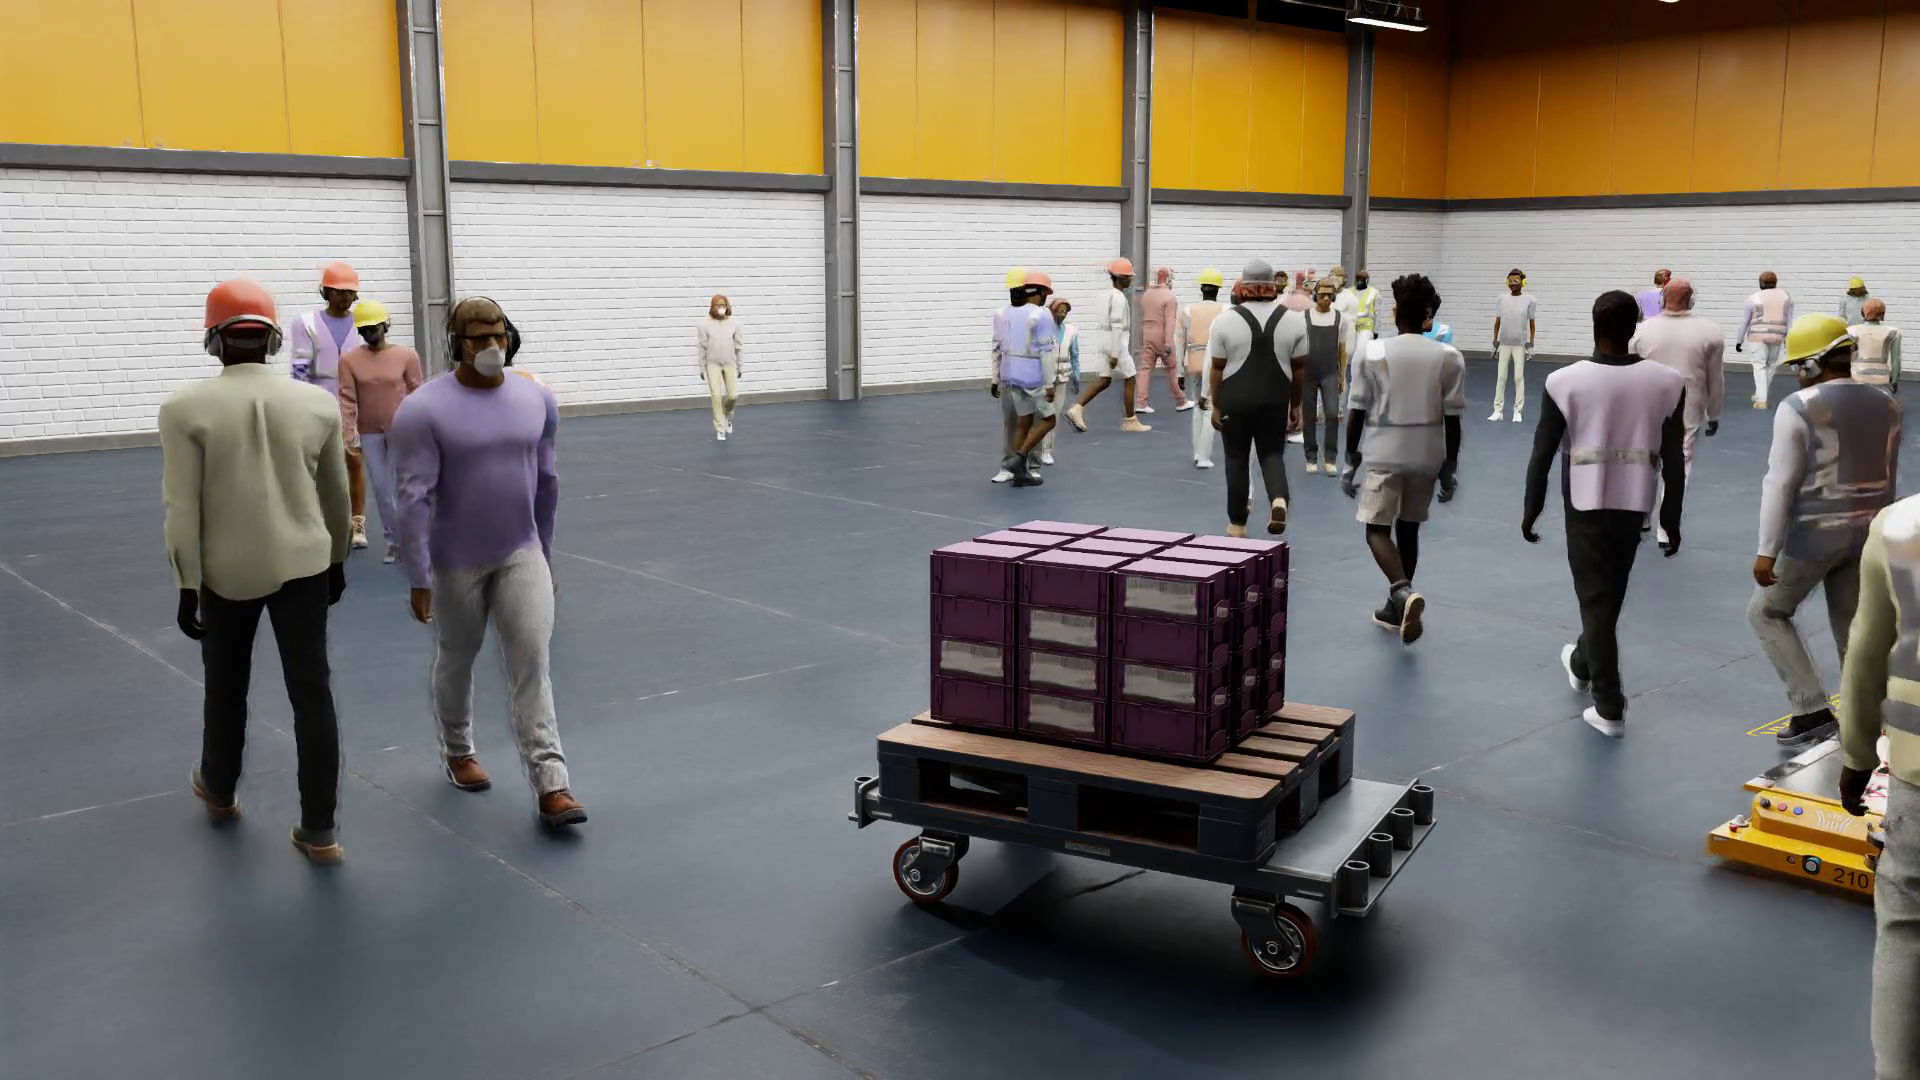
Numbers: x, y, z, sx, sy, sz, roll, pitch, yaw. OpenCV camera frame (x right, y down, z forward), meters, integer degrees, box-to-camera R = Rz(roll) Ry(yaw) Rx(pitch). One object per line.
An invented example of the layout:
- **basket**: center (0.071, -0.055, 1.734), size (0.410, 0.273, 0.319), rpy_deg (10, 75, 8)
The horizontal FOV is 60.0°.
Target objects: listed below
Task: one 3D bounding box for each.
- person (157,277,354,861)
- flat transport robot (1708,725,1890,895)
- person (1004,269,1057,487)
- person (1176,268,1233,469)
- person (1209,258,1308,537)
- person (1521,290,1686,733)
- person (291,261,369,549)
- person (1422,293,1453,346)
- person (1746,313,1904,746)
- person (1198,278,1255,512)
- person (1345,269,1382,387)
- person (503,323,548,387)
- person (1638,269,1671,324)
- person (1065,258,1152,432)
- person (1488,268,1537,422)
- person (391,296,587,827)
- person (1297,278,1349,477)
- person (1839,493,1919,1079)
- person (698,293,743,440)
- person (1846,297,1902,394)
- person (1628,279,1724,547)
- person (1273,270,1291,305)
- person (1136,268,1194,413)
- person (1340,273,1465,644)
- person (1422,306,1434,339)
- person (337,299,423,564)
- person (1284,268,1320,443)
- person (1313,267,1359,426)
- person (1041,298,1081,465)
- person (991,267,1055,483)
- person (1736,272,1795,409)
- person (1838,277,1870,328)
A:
- **person**: center (-2.423, 0.078, 5.762), size (0.645, 1.937, 1.008), rpy_deg (-7, 12, -36)
- **flat transport robot**: center (3.231, 0.912, 5.772), size (1.431, 0.197, 0.652), rpy_deg (-9, 13, -43)
- **person**: center (0.635, -1.400, 14.527), size (0.460, 1.904, 0.597), rpy_deg (-6, 11, -30)
- **person**: center (2.407, -1.644, 15.965), size (0.594, 1.899, 0.725), rpy_deg (5, 11, 25)
- **person**: center (2.100, -1.008, 11.844), size (0.684, 2.000, 0.659), rpy_deg (0, 10, -2)
- **person**: center (2.805, -0.156, 7.341), size (0.621, 1.864, 0.982), rpy_deg (0, 10, 2)
- **person**: center (-4.415, -0.976, 11.809), size (0.616, 2.001, 1.033), rpy_deg (-5, 11, -26)
- **person**: center (4.477, -1.566, 16.171), size (0.568, 1.671, 0.570), rpy_deg (4, 11, 24)
- **person**: center (3.462, -0.001, 6.666), size (0.710, 1.791, 0.492), rpy_deg (-3, 10, -18)
- **person**: center (2.239, -1.186, 13.441), size (0.591, 1.837, 0.946), rpy_deg (-2, 10, -9)
- **person**: center (6.241, -3.302, 25.923), size (0.632, 1.823, 0.779), rpy_deg (7, 12, 34)
- **person**: center (-2.486, -0.394, 9.336), size (0.566, 1.660, 0.771), rpy_deg (-10, 14, -44)
- **person**: center (9.565, -2.786, 22.815), size (0.389, 1.848, 0.563), rpy_deg (-7, 12, -36)
- **person**: center (1.703, -2.211, 19.006), size (0.964, 2.013, 0.611), rpy_deg (-2, 10, -12)
- **person**: center (6.759, -2.375, 20.339), size (0.518, 1.874, 0.330), rpy_deg (6, 12, 33)
- **person**: center (-1.706, 0.070, 6.005), size (0.647, 1.878, 1.048), rpy_deg (-7, 12, -36)
- **person**: center (3.310, -1.486, 15.307), size (0.513, 1.818, 0.719), rpy_deg (1, 10, 7)
- **person**: center (2.305, 0.514, 3.630), size (0.407, 1.814, 0.733), rpy_deg (-8, 13, -39)
- **person**: center (-2.646, -1.910, 18.370), size (0.500, 1.622, 0.418), rpy_deg (-3, 10, -17)
- **person**: center (8.602, -1.474, 15.762), size (0.535, 1.637, 0.359), rpy_deg (5, 11, 28)
- **person**: center (5.052, -0.914, 11.825), size (0.662, 1.849, 1.006), rpy_deg (4, 10, 22)
- **person**: center (4.416, -2.850, 23.245), size (0.520, 1.839, 0.886), rpy_deg (2, 10, 9)
- **person**: center (2.658, -2.569, 21.481), size (0.951, 1.860, 0.665), rpy_deg (-7, 12, -34)
- **person**: center (2.330, -0.421, 8.703), size (0.617, 1.944, 0.828), rpy_deg (-1, 10, -4)
- **person**: center (3.943, -1.231, 14.382), size (0.397, 1.622, 0.508), rpy_deg (-4, 10, -21)
- **person**: center (-3.766, -0.697, 10.887), size (0.531, 1.745, 0.439), rpy_deg (-1, 10, -7)
- **person**: center (3.719, -1.973, 17.929), size (0.442, 1.892, 0.646), rpy_deg (0, 10, 0)
- **person**: center (4.392, -2.275, 19.683), size (0.660, 1.892, 0.819), rpy_deg (8, 13, 39)
- **person**: center (0.934, -1.534, 16.133), size (0.529, 1.611, 0.620), rpy_deg (-5, 11, -25)
- **person**: center (0.539, -1.451, 14.765), size (0.591, 1.925, 0.385), rpy_deg (5, 11, 26)
- **person**: center (10.700, -2.660, 22.191), size (0.652, 1.820, 0.709), rpy_deg (0, 10, 3)
- **person**: center (14.231, -3.324, 26.444), size (0.523, 1.692, 0.919), rpy_deg (5, 11, 25)
